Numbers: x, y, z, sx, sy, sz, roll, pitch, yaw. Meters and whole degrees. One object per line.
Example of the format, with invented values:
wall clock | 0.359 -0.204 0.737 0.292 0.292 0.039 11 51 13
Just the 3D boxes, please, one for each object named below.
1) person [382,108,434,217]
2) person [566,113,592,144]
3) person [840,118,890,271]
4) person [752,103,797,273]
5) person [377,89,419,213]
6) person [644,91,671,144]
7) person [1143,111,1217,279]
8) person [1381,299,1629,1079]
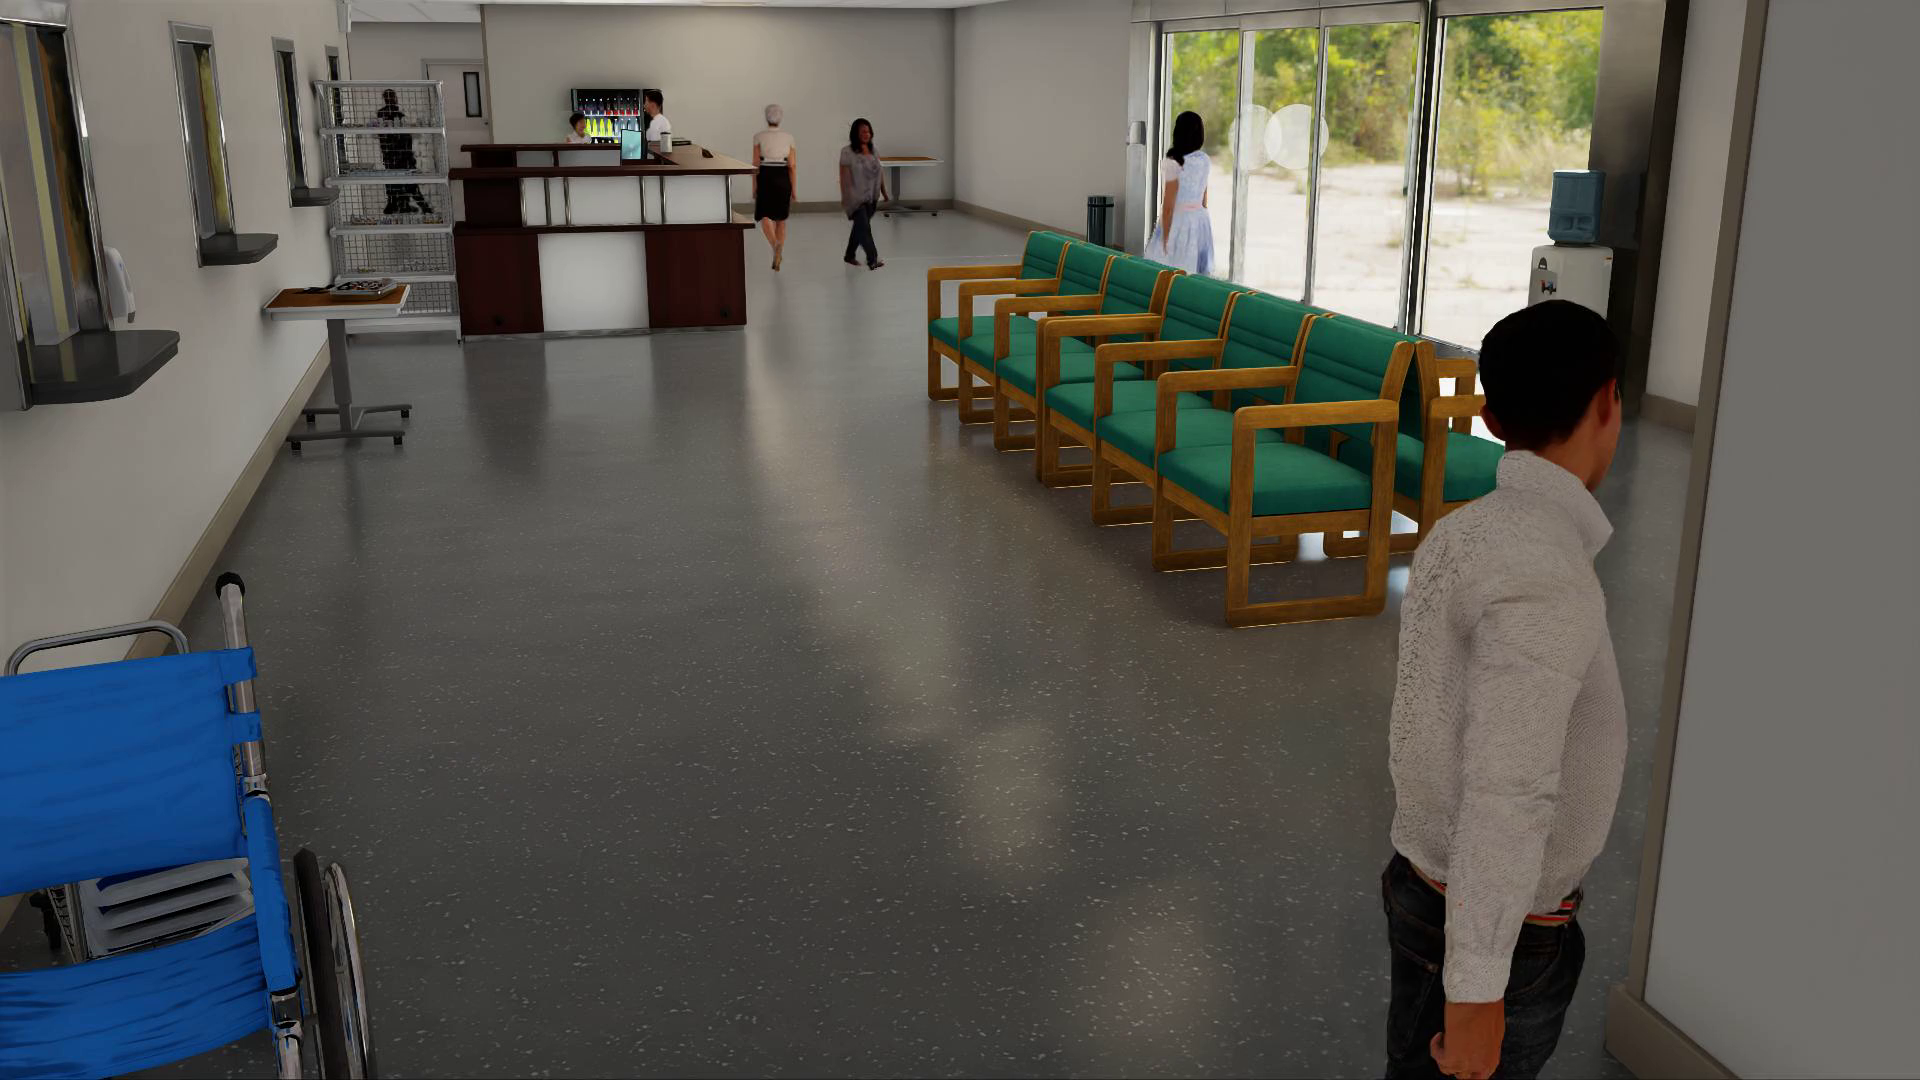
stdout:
person | -7.175 -4.775 21.696 1.183 1.562 0.752 -2 16 -8
person | -5.086 -4.878 22.100 0.829 1.541 0.815 15 21 42
person | -1.095 -3.661 17.743 1.091 1.562 0.990 -13 20 -39
person | -1.937 -3.647 17.365 0.831 1.741 0.676 -4 16 -14
person | -8.611 -5.918 25.266 0.782 1.826 0.830 10 19 32
person | -3.586 -4.553 20.417 1.094 1.829 0.881 1 16 5
person | 1.594 -2.014 11.454 0.871 1.806 0.831 -8 18 -27
person | 0.673 0.585 2.291 0.777 1.776 0.861 7 17 23
